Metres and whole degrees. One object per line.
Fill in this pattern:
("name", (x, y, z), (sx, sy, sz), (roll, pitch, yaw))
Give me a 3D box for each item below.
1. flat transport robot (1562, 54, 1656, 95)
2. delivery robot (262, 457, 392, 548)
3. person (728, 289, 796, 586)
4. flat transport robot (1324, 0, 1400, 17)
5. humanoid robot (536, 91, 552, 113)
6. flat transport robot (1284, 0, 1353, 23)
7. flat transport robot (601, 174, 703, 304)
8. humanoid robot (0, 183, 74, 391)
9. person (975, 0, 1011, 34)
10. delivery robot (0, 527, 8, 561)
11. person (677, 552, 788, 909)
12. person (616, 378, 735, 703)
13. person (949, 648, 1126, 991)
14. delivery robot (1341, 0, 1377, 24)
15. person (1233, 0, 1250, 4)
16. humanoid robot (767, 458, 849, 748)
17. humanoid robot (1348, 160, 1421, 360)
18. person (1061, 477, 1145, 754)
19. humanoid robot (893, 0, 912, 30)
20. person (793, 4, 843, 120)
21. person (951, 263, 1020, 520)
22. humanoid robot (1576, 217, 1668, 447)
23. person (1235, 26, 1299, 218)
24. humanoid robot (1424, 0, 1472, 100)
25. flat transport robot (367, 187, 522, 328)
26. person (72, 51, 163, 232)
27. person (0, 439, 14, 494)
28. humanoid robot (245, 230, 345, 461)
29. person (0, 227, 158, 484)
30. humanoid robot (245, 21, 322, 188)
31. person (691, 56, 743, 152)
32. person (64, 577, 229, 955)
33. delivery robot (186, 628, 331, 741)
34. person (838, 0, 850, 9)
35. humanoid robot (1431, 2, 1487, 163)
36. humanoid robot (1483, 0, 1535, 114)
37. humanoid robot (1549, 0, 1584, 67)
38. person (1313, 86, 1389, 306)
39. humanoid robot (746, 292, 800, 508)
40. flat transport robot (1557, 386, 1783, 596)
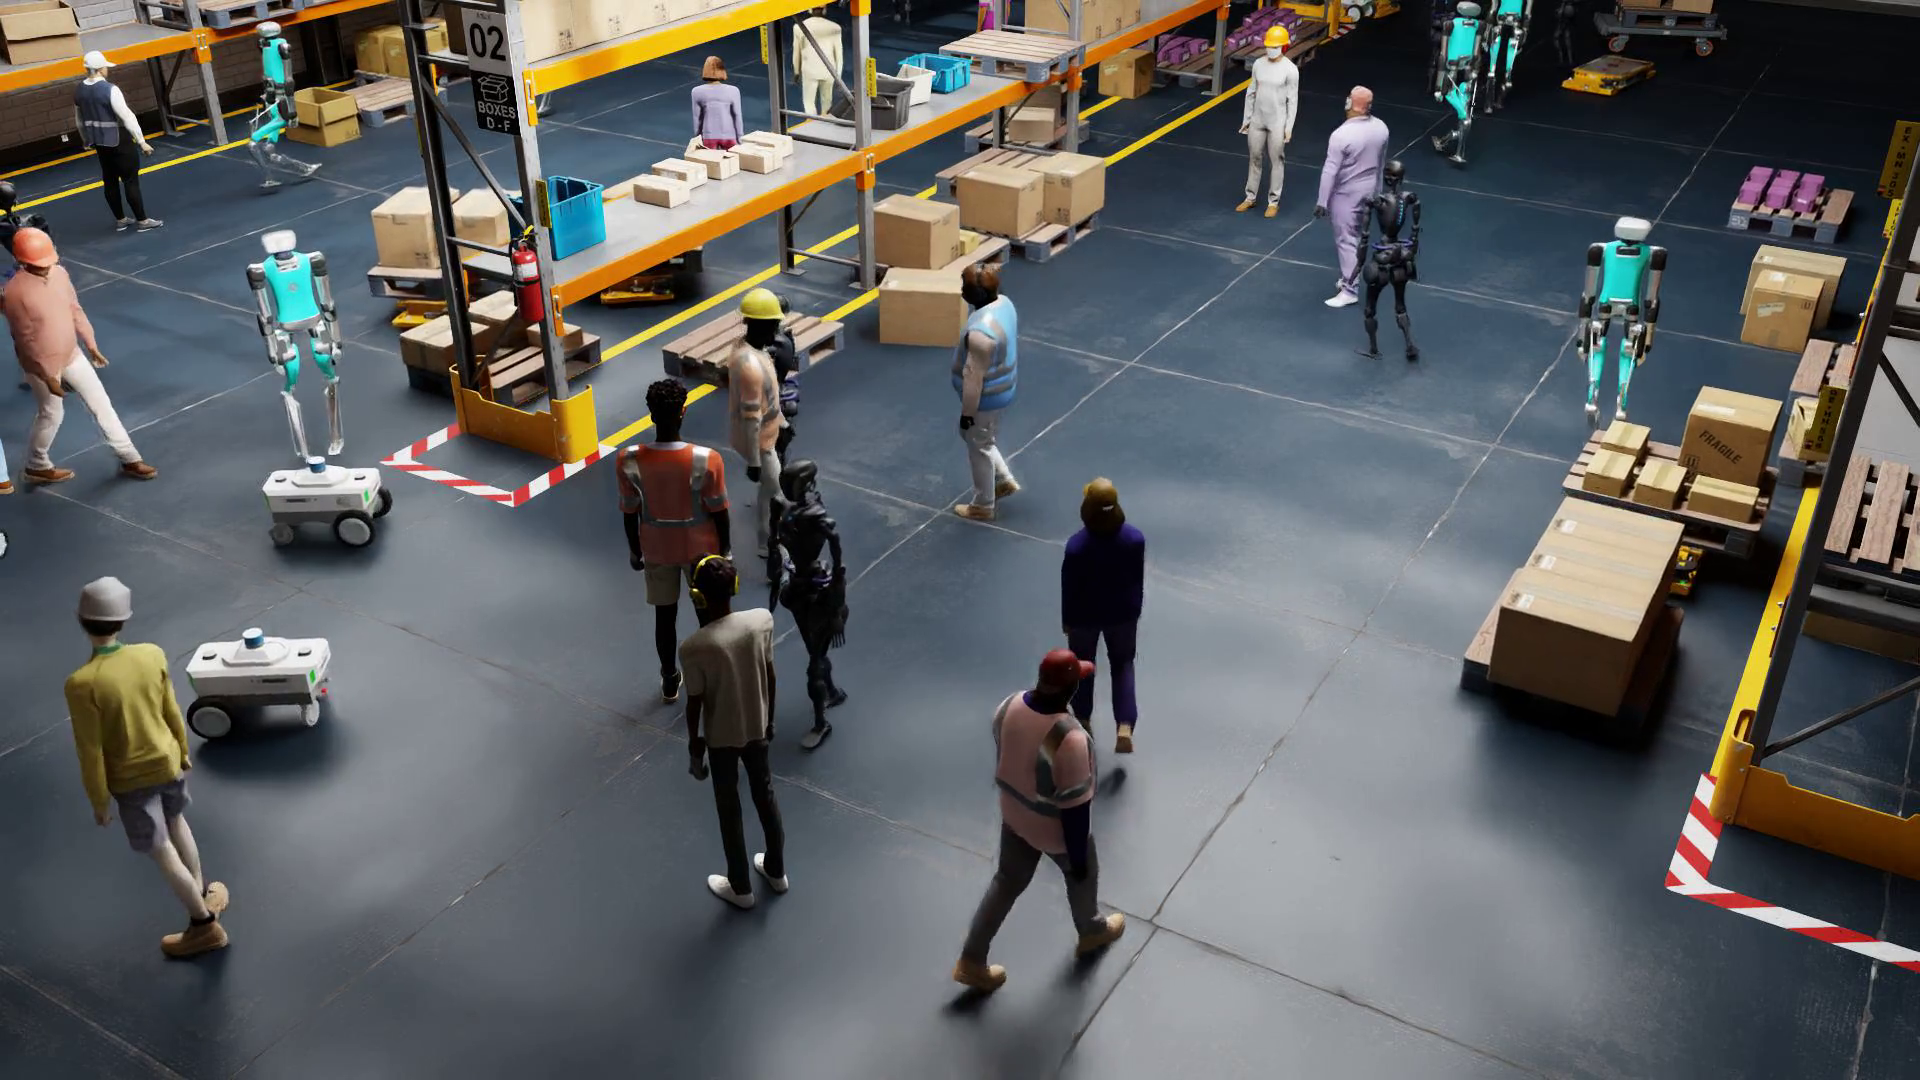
("flat transport robot", (8.468, -6.057, 21.657), (0.659, 0.231, 1.431), (24, 37, 36))
("delivery robot", (-4.230, -0.271, 11.131), (0.781, 0.595, 0.499), (-2, 30, -3))
("person", (-1.229, -0.644, 10.429), (0.434, 1.897, 0.608), (-5, 30, -9))
("flat transport robot", (5.963, -8.257, 25.548), (1.431, 0.231, 0.659), (23, 37, 34))
("humanoid robot", (-5.146, -5.901, 19.910), (0.544, 1.803, 0.837), (19, 35, 30))
("flat transport robot", (5.358, -8.060, 25.200), (1.431, 0.231, 0.659), (16, 33, 27))
("flat transport robot", (-3.006, -2.532, 15.420), (0.659, 0.231, 1.431), (-5, 30, -9))
("humanoid robot", (-7.266, -1.955, 12.977), (0.411, 1.636, 0.609), (22, 36, 33))
("person", (0.404, -6.395, 20.651), (0.520, 1.845, 0.336), (-22, 36, -34))
("delivery robot", (-6.581, 0.011, 10.650), (0.499, 0.614, 0.815), (8, 30, 13))
("person", (-1.061, 0.899, 7.750), (0.487, 1.853, 0.360), (-21, 36, -32))
("person", (-1.542, 0.030, 9.166), (0.602, 1.966, 0.368), (1, 29, 2))
("person", (0.347, 1.232, 7.306), (0.914, 1.706, 0.622), (-22, 36, -34))
("delivery robot", (5.840, -8.043, 24.897), (0.784, 0.612, 0.524), (21, 36, 33))
("person", (4.657, -9.166, 25.668), (0.703, 1.727, 0.576), (7, 30, 12))
("humanoid robot", (-0.812, 0.297, 9.001), (0.585, 1.648, 0.547), (22, 36, 33))
("humanoid robot", (3.505, -2.256, 13.522), (0.643, 1.639, 0.434), (-11, 31, -18))
("person", (0.765, 0.414, 8.837), (0.470, 1.606, 0.595), (-3, 30, -5))
("humanoid robot", (-0.836, -8.389, 24.381), (0.607, 1.633, 0.710), (-2, 30, -4))
("person", (-1.599, -5.319, 18.864), (0.571, 1.723, 0.560), (-5, 30, -9))
("person", (0.146, -0.969, 11.077), (0.450, 1.827, 0.630), (7, 30, 12))
("humanoid robot", (4.629, -1.339, 11.801), (0.548, 1.767, 0.753), (9, 31, 16))
("person", (3.105, -4.212, 16.743), (0.561, 1.896, 0.357), (19, 35, 30))
("humanoid robot", (6.094, -6.385, 20.795), (0.315, 1.653, 0.599), (-24, 37, -36))
("flat transport robot", (-4.463, -2.219, 14.868), (0.659, 0.231, 1.431), (4, 30, 7))
("person", (-8.311, -3.901, 16.333), (0.761, 1.753, 0.453), (7, 30, 13))
("person", (-6.831, -1.121, 11.180), (0.383, 1.989, 0.607), (-1, 29, -2))
("humanoid robot", (-4.751, -1.426, 11.952), (0.544, 1.763, 0.682), (-16, 33, -27))
("person", (-6.261, -1.252, 11.469), (0.846, 1.935, 0.618), (7, 30, 12))
("humanoid robot", (-7.254, -4.489, 17.400), (0.547, 1.730, 1.027), (23, 37, 34))
("person", (-2.413, -4.015, 16.664), (0.498, 1.629, 0.288), (2, 30, 3))
("person", (-3.644, 1.056, 7.481), (0.494, 1.847, 0.529), (13, 32, 22))
("delivery robot", (-3.928, 0.776, 9.297), (0.785, 0.613, 0.509), (-2, 30, -3))
("person", (-1.793, -9.174, 25.523), (0.515, 1.883, 1.023), (7, 30, 12))
("humanoid robot", (5.530, -4.941, 18.197), (0.561, 1.729, 1.023), (-9, 31, -16))
("humanoid robot", (6.613, -5.977, 20.053), (0.578, 1.791, 0.885), (5, 30, 8))
("humanoid robot", (8.156, -7.150, 22.165), (0.370, 1.637, 0.601), (18, 34, 28))
("person", (3.458, -3.022, 14.659), (0.691, 1.882, 0.505), (-21, 36, -32))
("humanoid robot", (-1.279, -0.838, 11.000), (0.490, 1.652, 0.590), (-1, 29, -2))
("flat transport robot", (4.670, -0.092, 11.104), (0.659, 0.231, 1.431), (16, 33, 27))
